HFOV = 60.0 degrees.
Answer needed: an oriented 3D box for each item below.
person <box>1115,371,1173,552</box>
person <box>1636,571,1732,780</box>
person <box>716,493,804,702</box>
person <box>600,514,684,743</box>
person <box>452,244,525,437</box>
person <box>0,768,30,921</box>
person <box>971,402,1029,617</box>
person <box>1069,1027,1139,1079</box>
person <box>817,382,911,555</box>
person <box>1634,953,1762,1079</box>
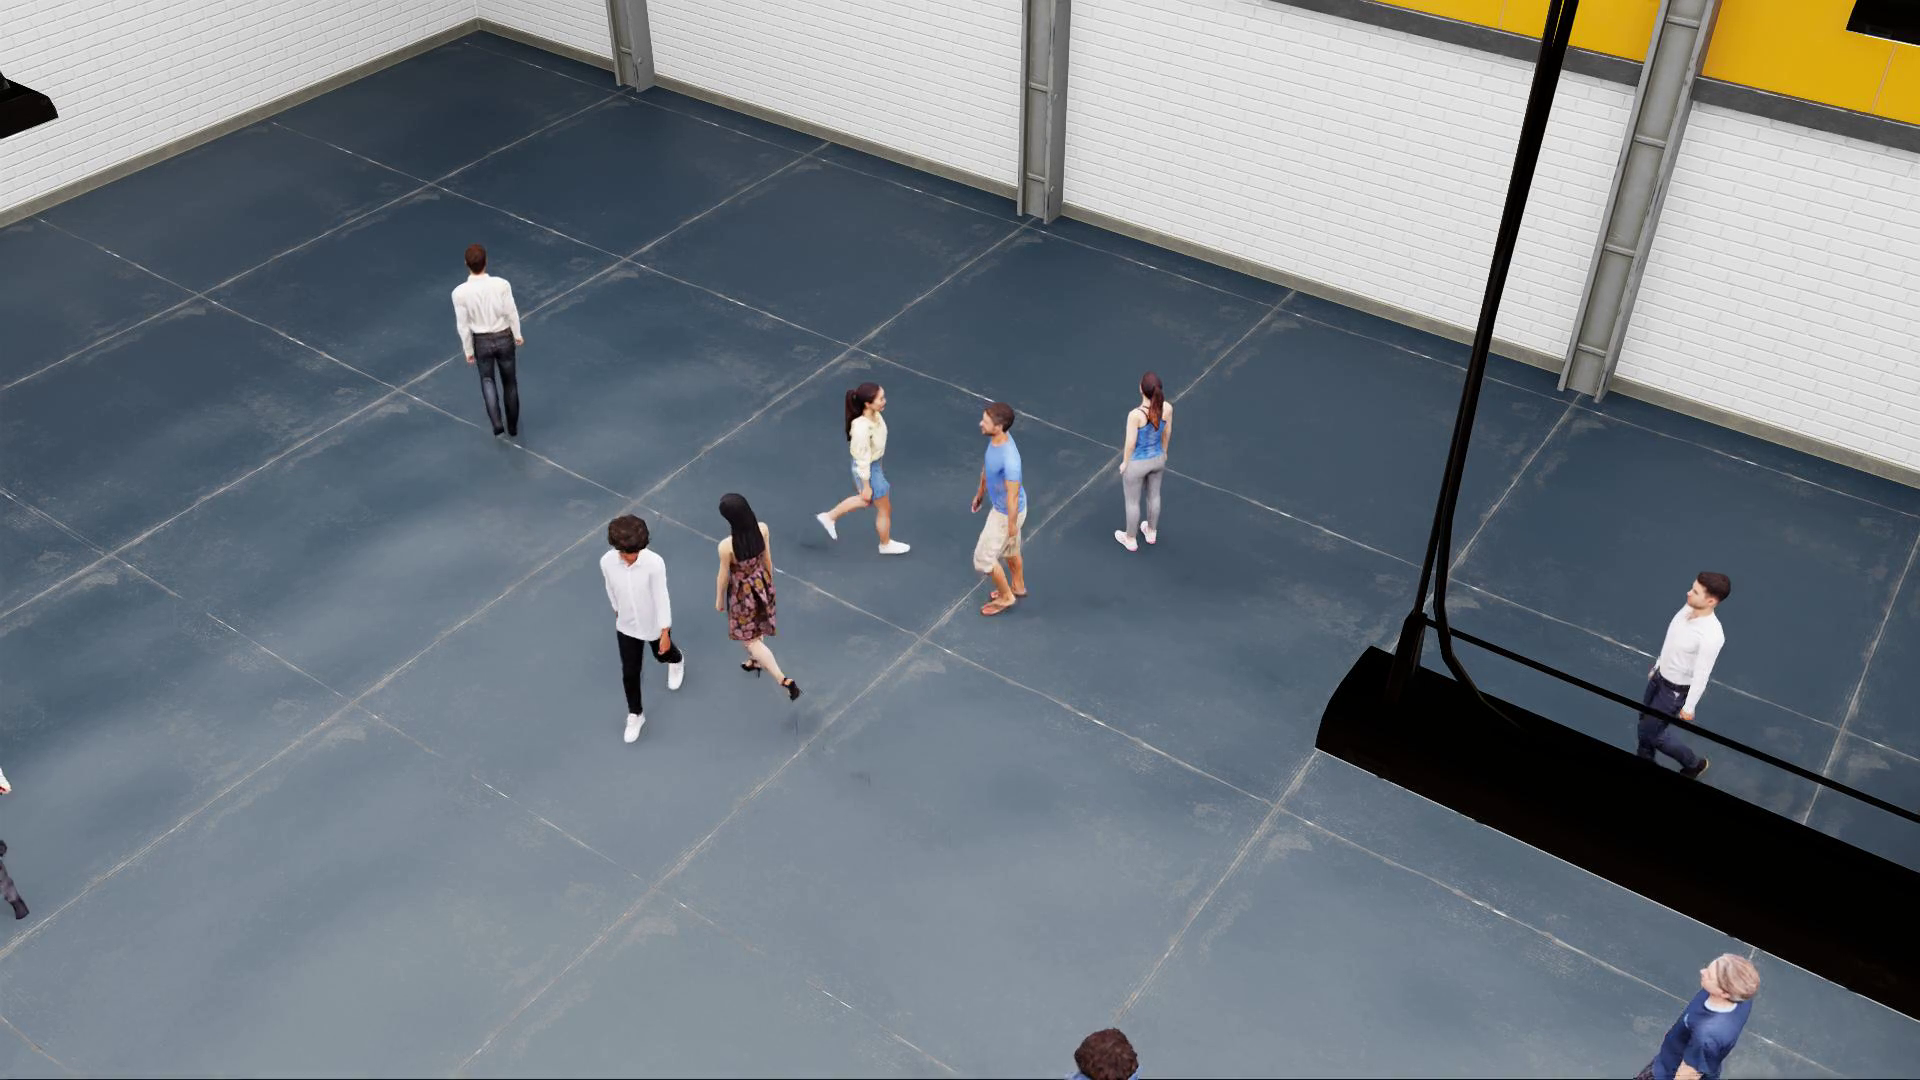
[{"bbox_3d":[1.457,-0.628,13.158,0.656,1.609,0.674,-17,42,-20],"label":"person"},{"bbox_3d":[4.812,0.956,10.982,0.973,1.849,0.834,5,39,6],"label":"person"},{"bbox_3d":[-1.445,0.448,11.698,0.704,1.750,1.019,-31,48,-33],"label":"person"},{"bbox_3d":[-2.185,0.500,11.610,1.108,1.778,1.023,4,39,5],"label":"person"},{"bbox_3d":[-3.980,-1.639,14.225,0.852,1.858,0.910,-10,40,-13],"label":"person"},{"bbox_3d":[-6.276,1.506,10.401,1.211,1.714,0.703,30,47,32],"label":"person"},{"bbox_3d":[0.426,-0.255,12.502,0.872,1.845,0.814,-4,39,-5],"label":"person"},{"bbox_3d":[0.623,3.029,8.431,0.794,1.793,0.866,-25,45,-28],"label":"person"},{"bbox_3d":[-0.789,-0.541,13.047,1.098,1.613,0.949,3,39,3],"label":"person"},{"bbox_3d":[3.869,2.798,8.677,1.113,1.848,0.764,30,47,32],"label":"person"}]
